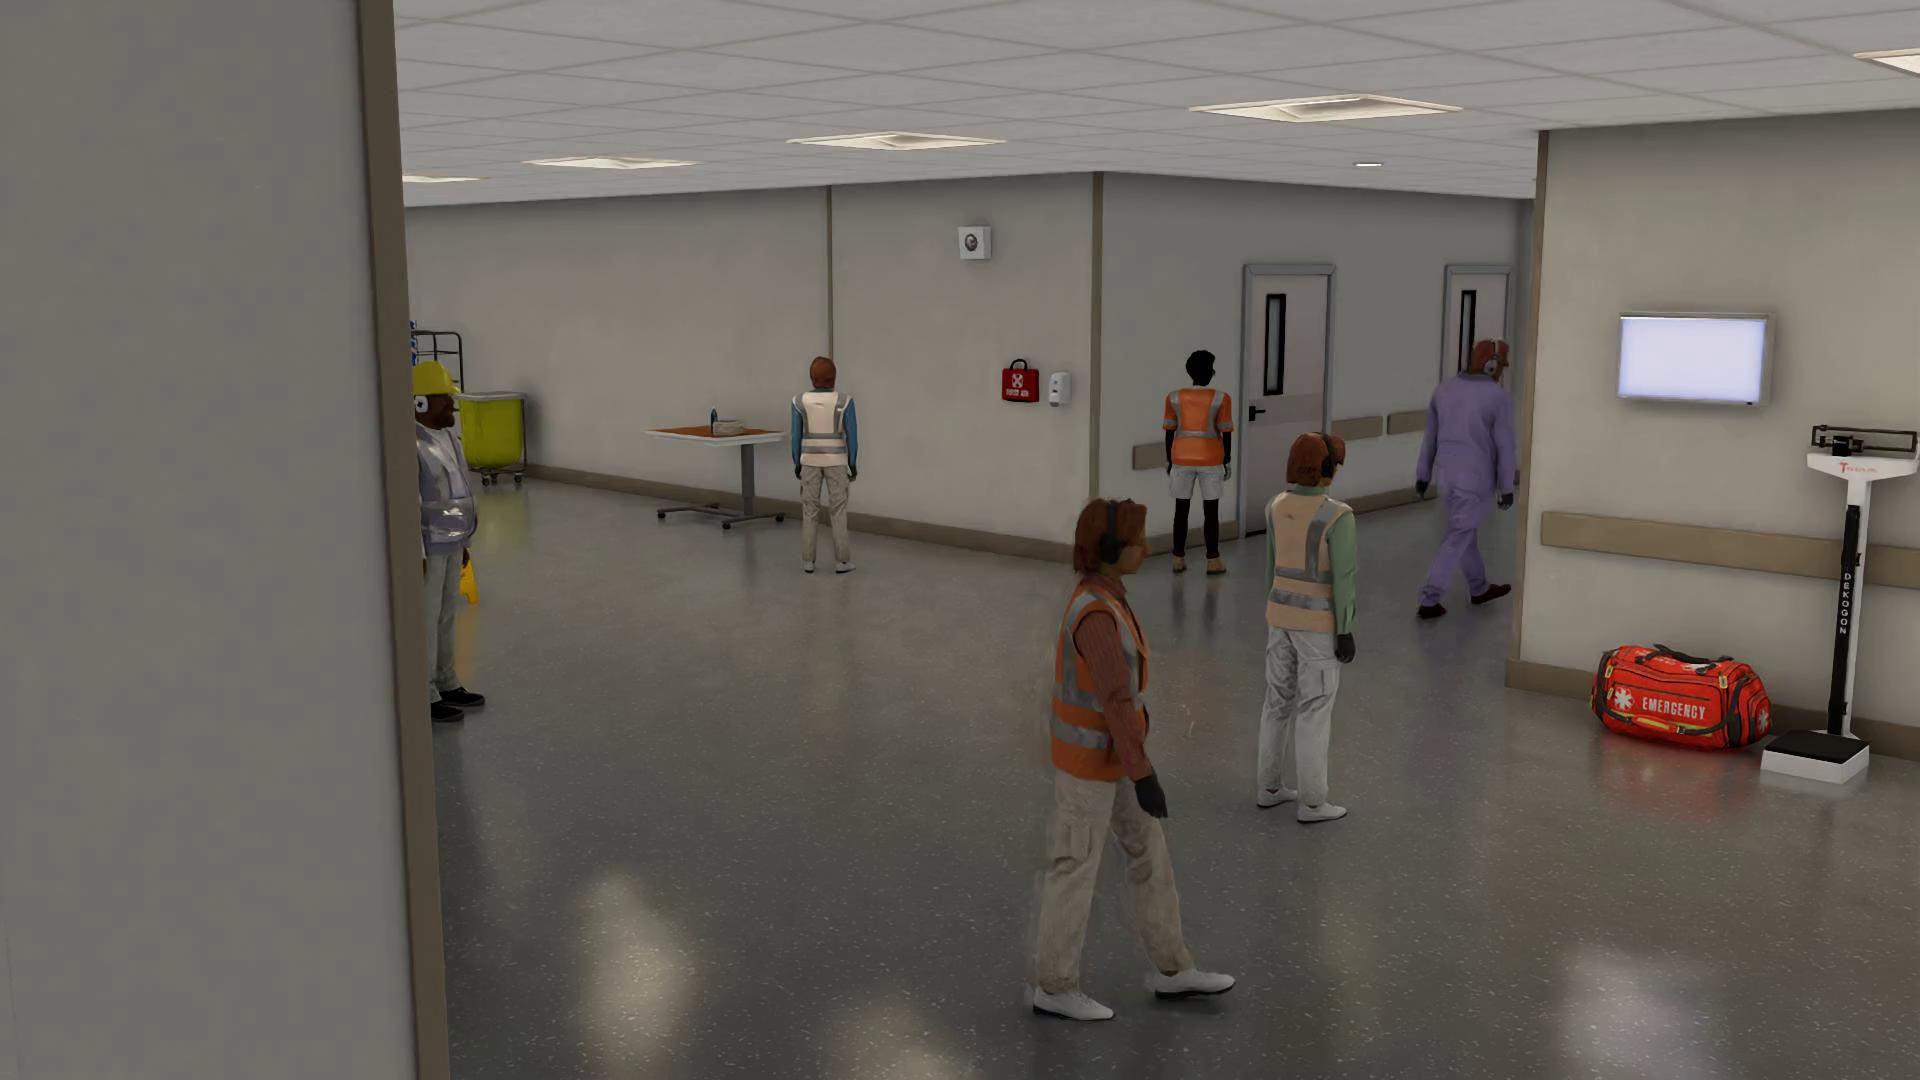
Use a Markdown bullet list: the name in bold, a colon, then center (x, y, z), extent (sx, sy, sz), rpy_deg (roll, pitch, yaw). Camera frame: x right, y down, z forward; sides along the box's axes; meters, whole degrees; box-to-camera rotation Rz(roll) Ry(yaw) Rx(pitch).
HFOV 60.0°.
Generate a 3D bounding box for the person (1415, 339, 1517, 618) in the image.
- **person**: center (3.409, -0.412, 11.074), extent (0.983, 1.840, 0.687), rpy_deg (-6, 11, -31)

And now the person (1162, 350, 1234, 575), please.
- **person**: center (1.794, -0.582, 12.534), extent (0.540, 1.695, 0.317), rpy_deg (4, 10, 21)

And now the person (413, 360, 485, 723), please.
- **person**: center (-2.680, 0.002, 8.527), extent (0.404, 1.837, 0.587), rpy_deg (1, 9, 6)

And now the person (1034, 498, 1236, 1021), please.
- **person**: center (0.543, 0.687, 5.017), extent (0.685, 1.616, 0.523), rpy_deg (2, 9, 11)

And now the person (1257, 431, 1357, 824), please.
- **person**: center (1.446, 0.362, 6.954), extent (0.315, 1.629, 0.507), rpy_deg (-5, 10, -27)

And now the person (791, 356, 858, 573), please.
- **person**: center (-1.021, -0.561, 12.561), extent (0.516, 1.645, 0.308), rpy_deg (1, 9, 8)
